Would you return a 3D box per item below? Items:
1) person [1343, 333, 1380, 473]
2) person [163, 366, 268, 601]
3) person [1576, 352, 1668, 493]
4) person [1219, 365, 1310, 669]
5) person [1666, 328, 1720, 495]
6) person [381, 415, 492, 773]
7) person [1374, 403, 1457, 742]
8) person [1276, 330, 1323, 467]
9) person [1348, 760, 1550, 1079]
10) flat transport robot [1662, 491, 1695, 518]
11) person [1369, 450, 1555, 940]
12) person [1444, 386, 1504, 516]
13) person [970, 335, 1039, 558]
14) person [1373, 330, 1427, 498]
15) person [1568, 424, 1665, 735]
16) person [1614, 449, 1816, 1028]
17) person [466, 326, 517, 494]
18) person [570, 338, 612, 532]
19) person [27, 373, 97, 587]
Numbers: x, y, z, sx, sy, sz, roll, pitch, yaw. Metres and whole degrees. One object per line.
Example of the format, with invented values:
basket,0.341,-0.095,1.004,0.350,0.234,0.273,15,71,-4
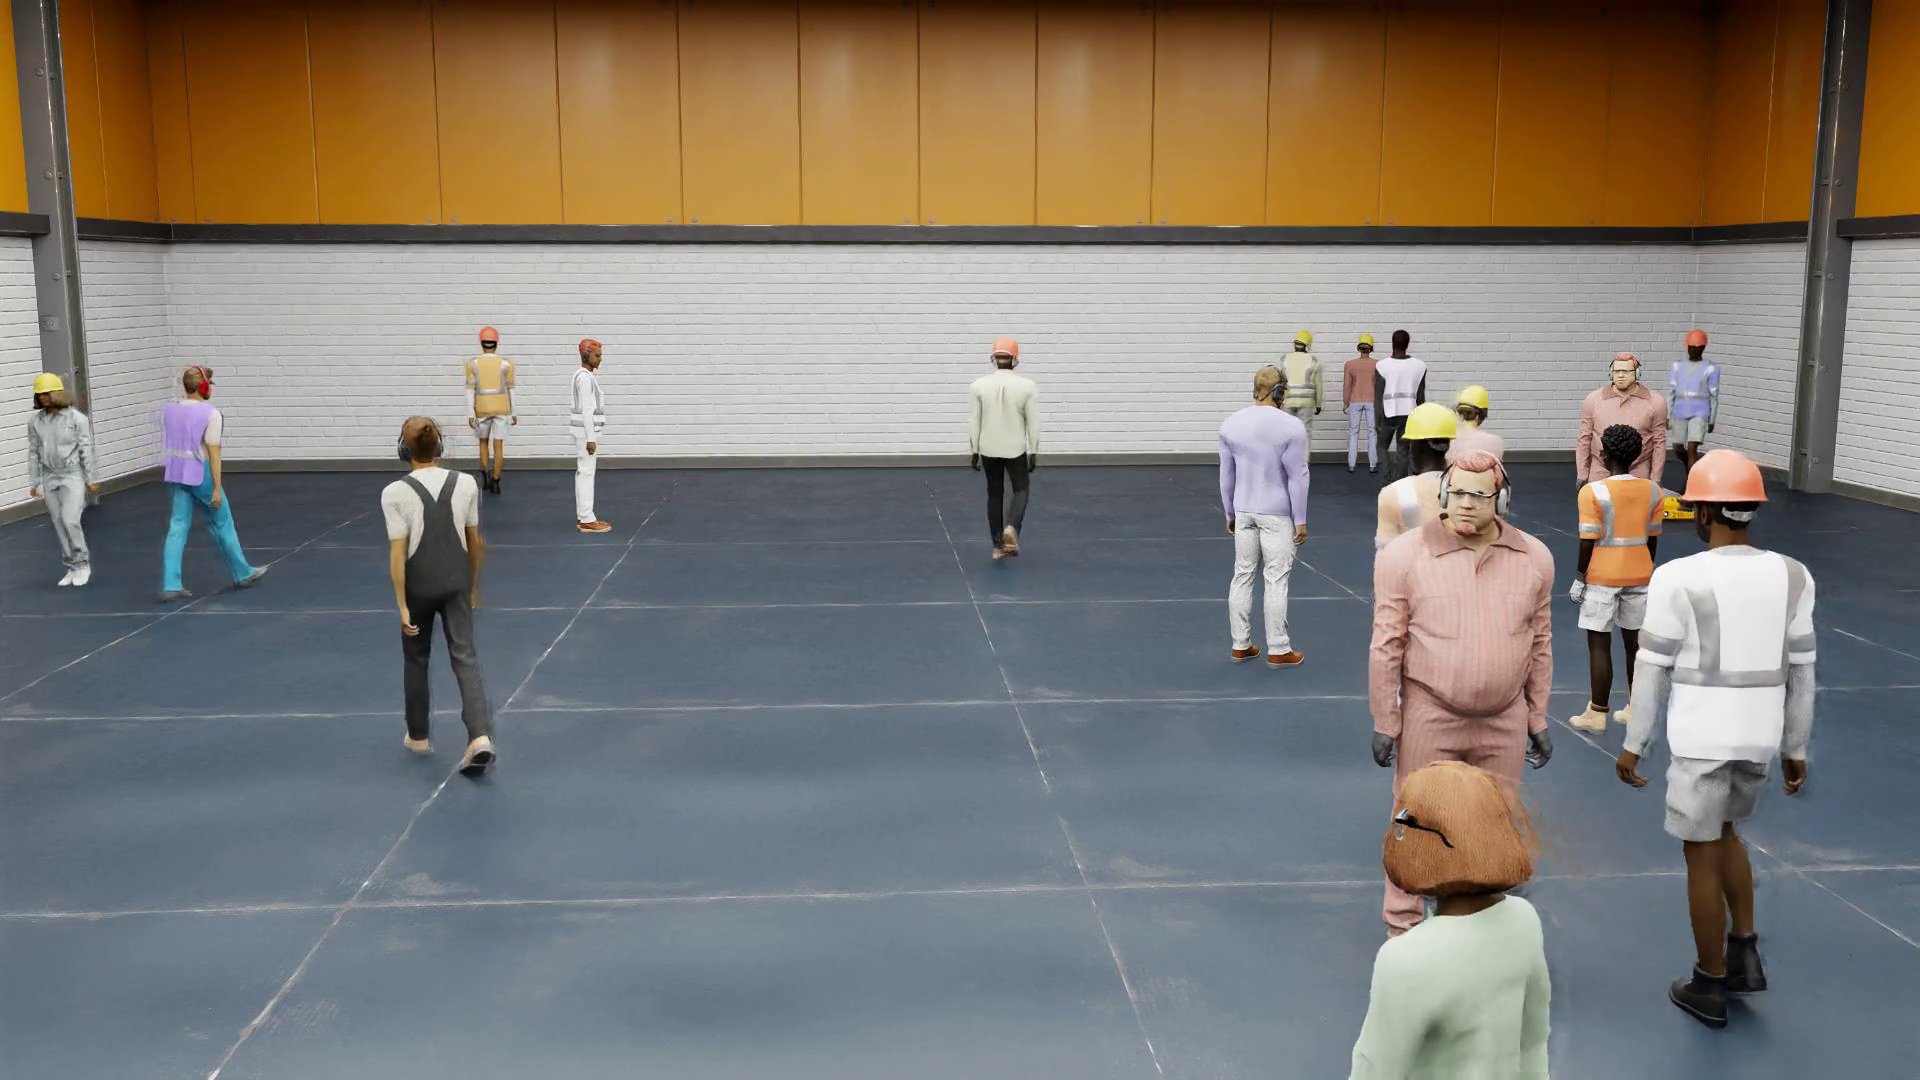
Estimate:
person,5.105,-1.722,21.029,0.523,1.769,0.314,3,9,16
person,-5.900,-0.452,12.962,0.590,1.793,0.967,3,10,20
person,5.128,-0.504,12.946,0.651,1.906,0.401,5,10,27
person,1.945,-0.148,10.626,0.627,1.933,0.371,8,12,42
person,8.258,-1.428,18.719,0.539,1.919,0.748,8,12,42
person,-2.635,0.269,8.429,0.514,1.812,0.924,-6,11,-34
person,2.181,0.318,7.754,0.594,1.912,0.447,-2,9,-14
person,4.261,-1.740,21.021,0.623,1.807,0.436,4,10,25
person,0.949,1.210,3.181,0.862,1.589,0.503,8,12,42
flat transport robot,7.185,-0.417,17.517,0.652,0.197,1.431,1,9,4
person,1.761,0.632,5.819,0.653,1.904,0.405,0,9,-2
person,3.591,-0.234,11.832,0.534,1.722,0.927,7,12,39
person,0.380,-0.793,14.547,0.620,1.980,0.565,2,9,11
person,4.835,-1.367,18.373,0.606,1.897,0.512,0,9,-1
person,3.571,0.216,9.077,0.538,1.695,0.319,-3,9,-17
person,2.545,0.662,5.589,0.557,1.918,0.482,-2,9,-11
person,-5.374,-1.495,19.129,0.560,1.911,0.657,-2,9,-14
person,-3.631,-1.022,16.264,0.360,1.885,0.575,-2,9,-15
person,-7.196,-0.473,13.313,0.505,1.723,0.485,1,9,4
